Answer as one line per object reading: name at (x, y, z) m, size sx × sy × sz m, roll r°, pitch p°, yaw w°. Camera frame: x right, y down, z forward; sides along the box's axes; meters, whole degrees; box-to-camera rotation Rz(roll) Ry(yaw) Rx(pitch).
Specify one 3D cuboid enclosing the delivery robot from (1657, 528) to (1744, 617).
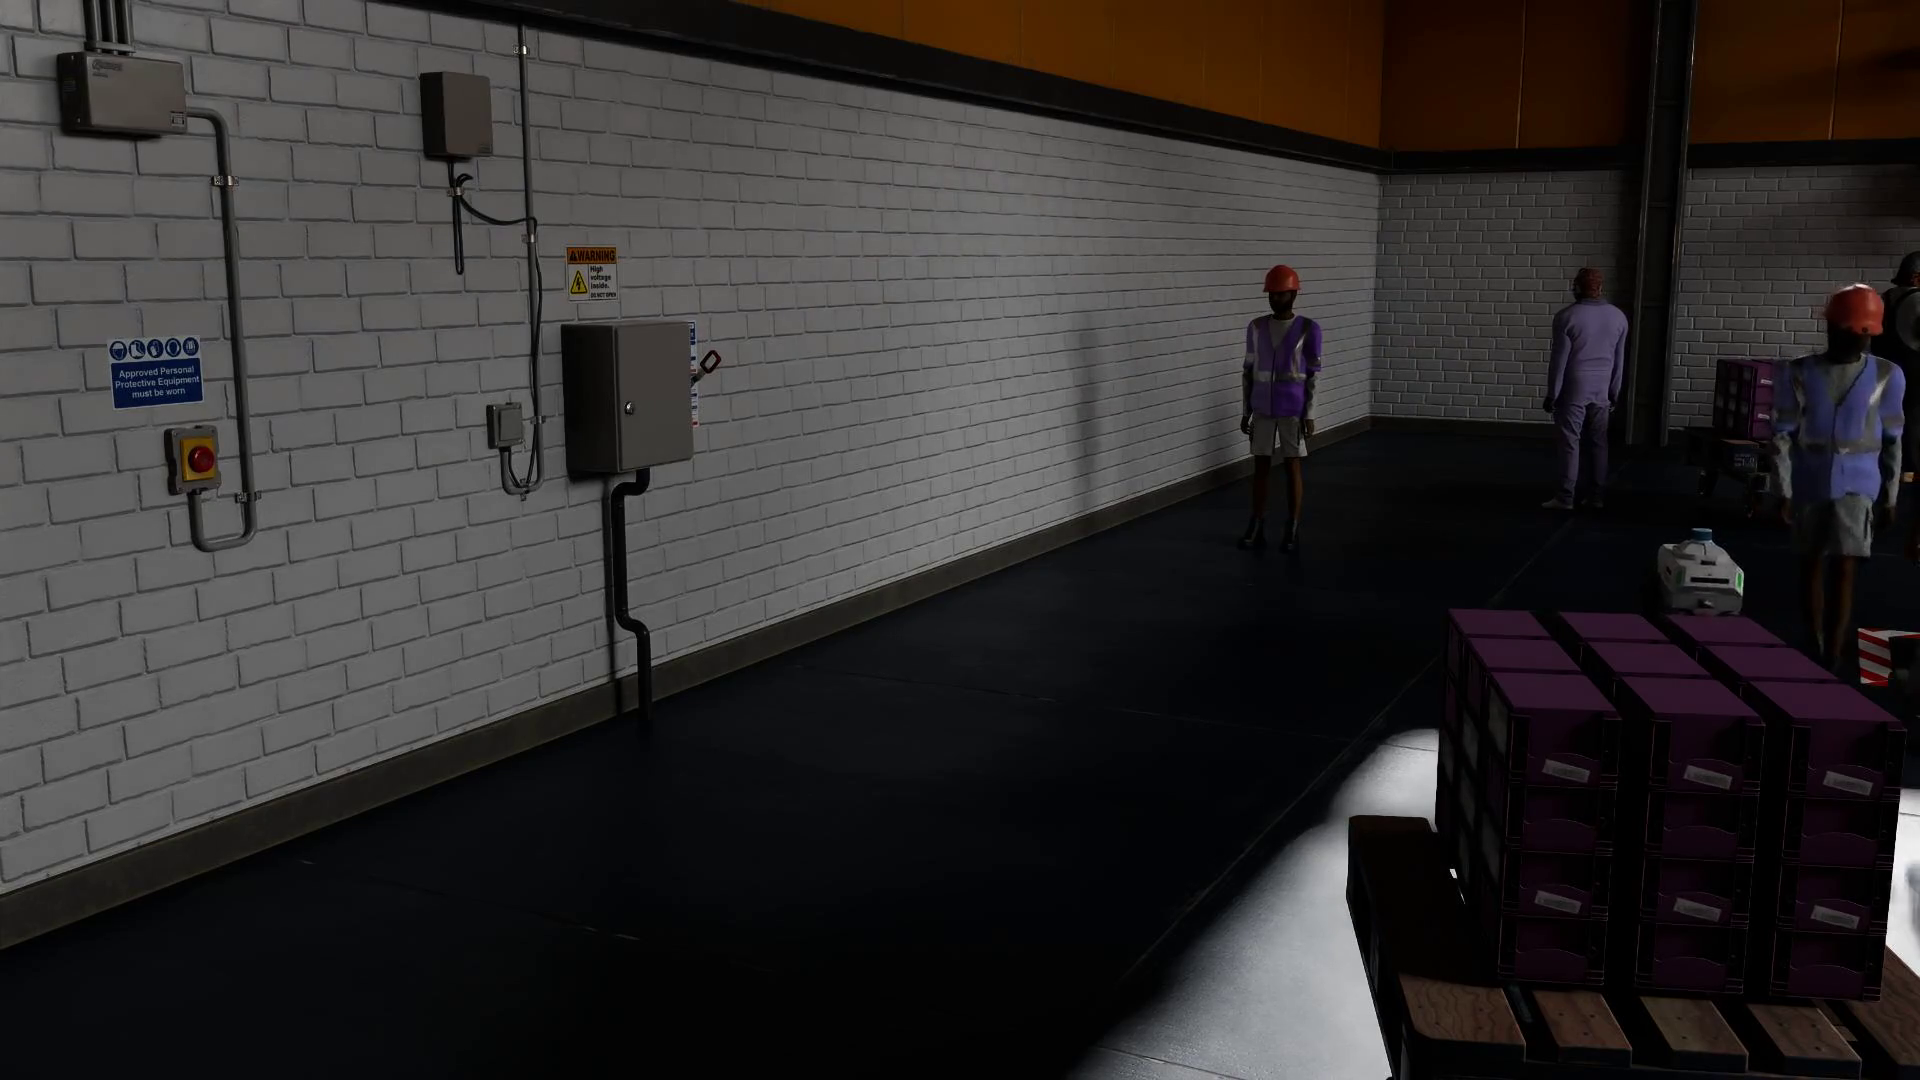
delivery robot at (3.937, 0.180, 8.860) m, size 0.477 × 0.478 × 0.707 m, roll 3°, pitch 10°, yaw 15°

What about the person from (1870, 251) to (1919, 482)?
person at (8.464, -1.548, 14.839) m, size 0.536 × 2.000 × 0.676 m, roll -2°, pitch 10°, yaw -12°

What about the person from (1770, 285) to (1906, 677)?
person at (4.022, -0.227, 7.680) m, size 0.544 × 1.880 × 0.915 m, roll 6°, pitch 11°, yaw 30°

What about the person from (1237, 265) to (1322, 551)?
person at (2.170, -0.893, 11.341) m, size 0.542 × 1.939 × 0.361 m, roll 6°, pitch 11°, yaw 29°

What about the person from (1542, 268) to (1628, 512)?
person at (4.866, -1.171, 13.044) m, size 0.654 × 1.906 × 0.407 m, roll -3°, pitch 10°, yaw -15°

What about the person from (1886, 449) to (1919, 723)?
person at (4.225, -0.091, 6.740) m, size 0.706 × 1.910 × 1.062 m, roll 3°, pitch 10°, yaw 17°
